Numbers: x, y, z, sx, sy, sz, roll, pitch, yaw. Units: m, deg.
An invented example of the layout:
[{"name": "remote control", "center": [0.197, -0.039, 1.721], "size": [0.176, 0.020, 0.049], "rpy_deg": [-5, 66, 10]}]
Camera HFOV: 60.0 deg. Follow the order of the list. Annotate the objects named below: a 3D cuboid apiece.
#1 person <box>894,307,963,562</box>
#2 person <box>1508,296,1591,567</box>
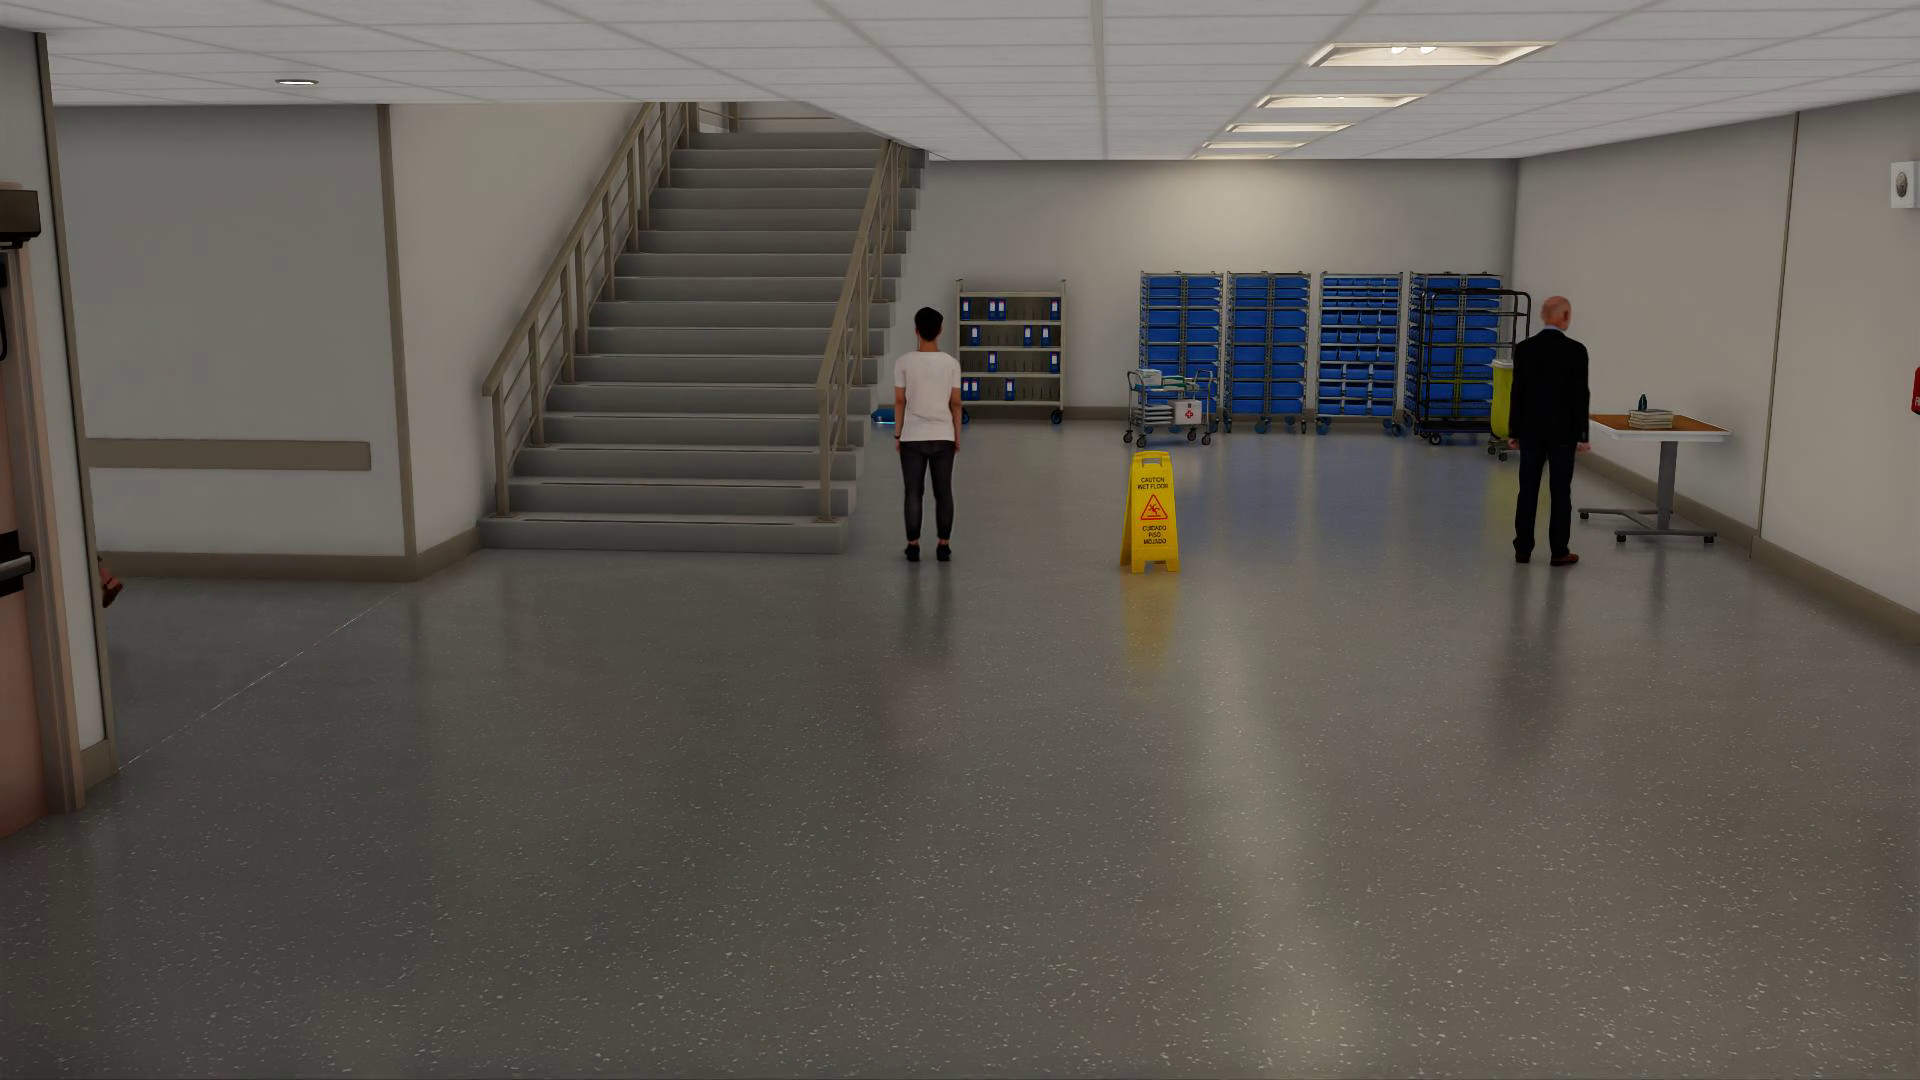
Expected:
[{"name": "person", "center": [-0.226, -0.721, 11.299], "size": [0.651, 1.718, 0.592], "rpy_deg": [-1, 11, -6]}, {"name": "person", "center": [3.949, -0.734, 11.163], "size": [0.773, 1.795, 0.764], "rpy_deg": [7, 13, 33]}]
